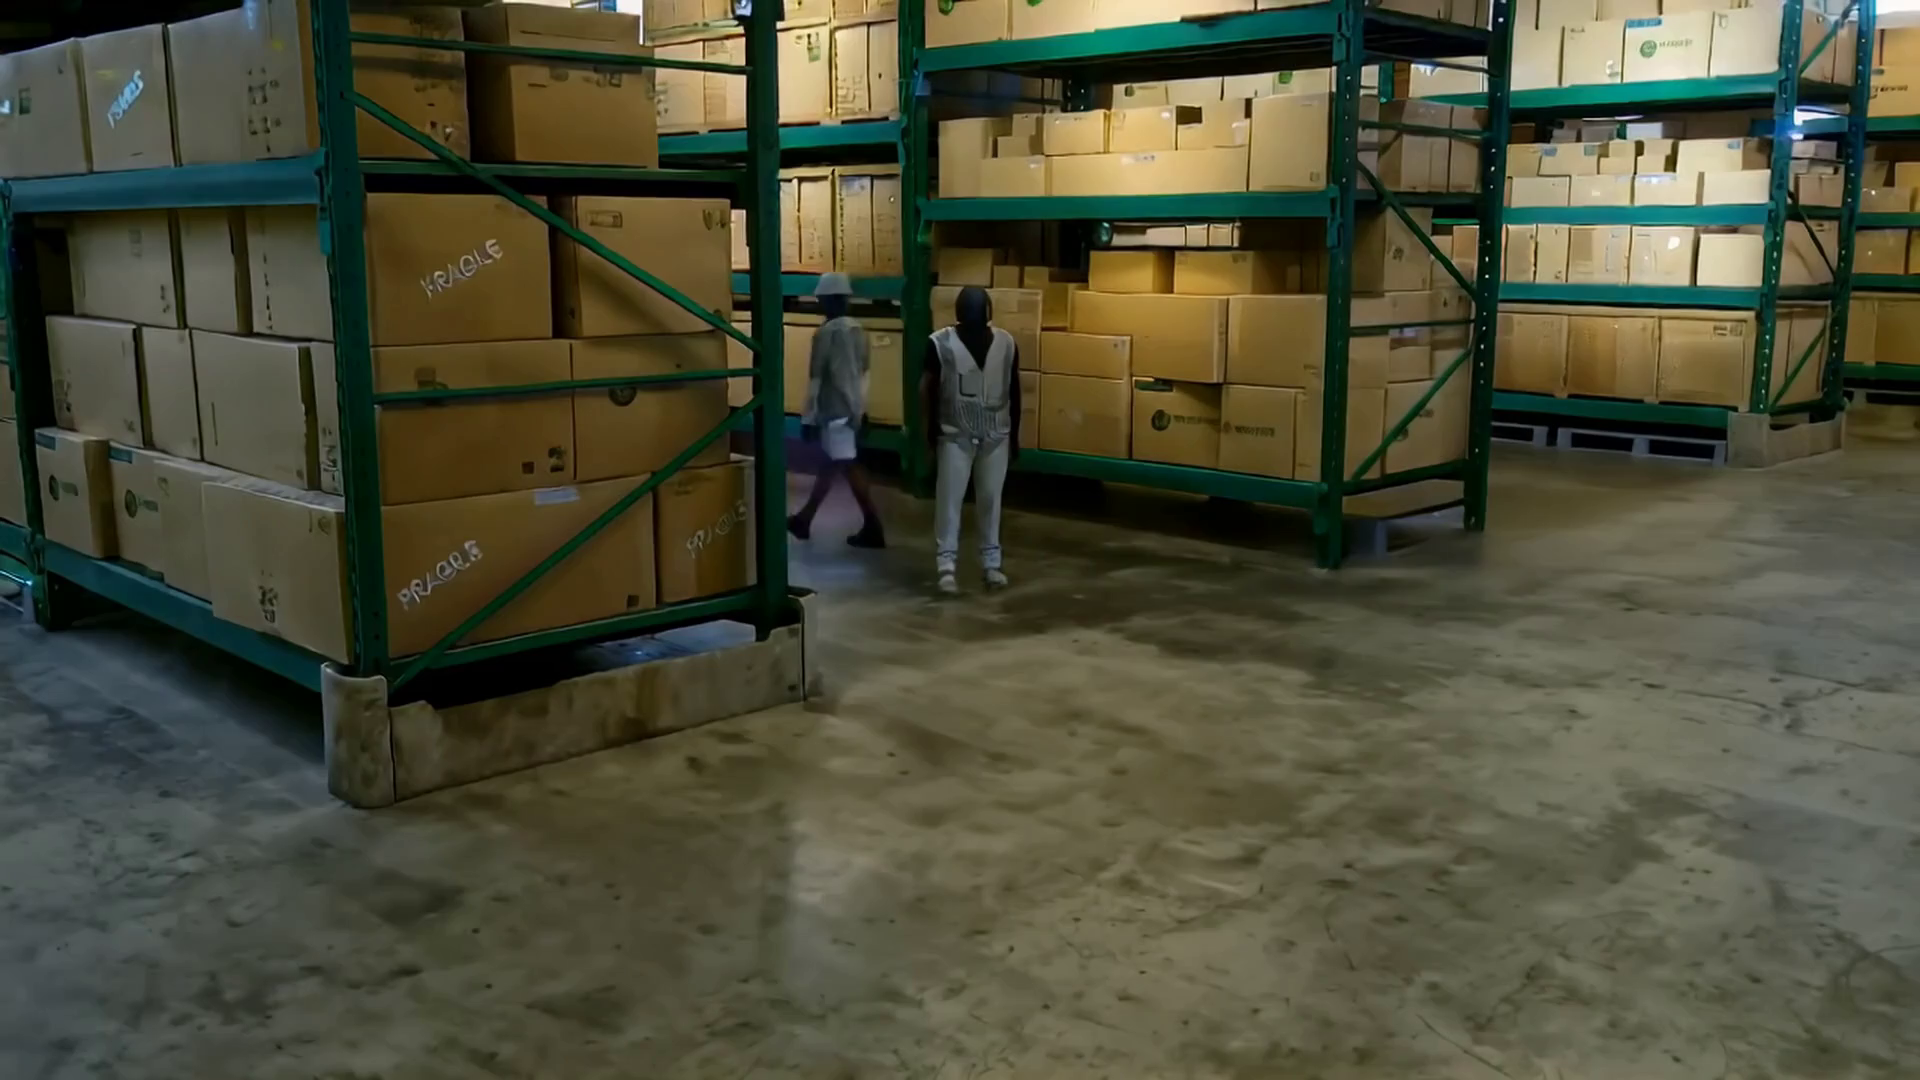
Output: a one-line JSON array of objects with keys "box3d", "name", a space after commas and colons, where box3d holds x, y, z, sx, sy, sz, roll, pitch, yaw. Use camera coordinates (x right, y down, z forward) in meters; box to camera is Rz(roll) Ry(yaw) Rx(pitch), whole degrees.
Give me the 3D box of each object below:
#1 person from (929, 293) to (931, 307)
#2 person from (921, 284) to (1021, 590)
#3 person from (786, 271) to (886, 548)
[{"box3d": [-0.346, -2.431, 20.093, 0.601, 1.797, 0.913, -9, 14, -42], "name": "person"}, {"box3d": [0.080, -0.616, 10.049, 0.633, 1.841, 0.429, -3, 11, -17], "name": "person"}, {"box3d": [-0.901, -0.897, 11.451, 0.975, 1.882, 0.565, 6, 12, 28], "name": "person"}]
